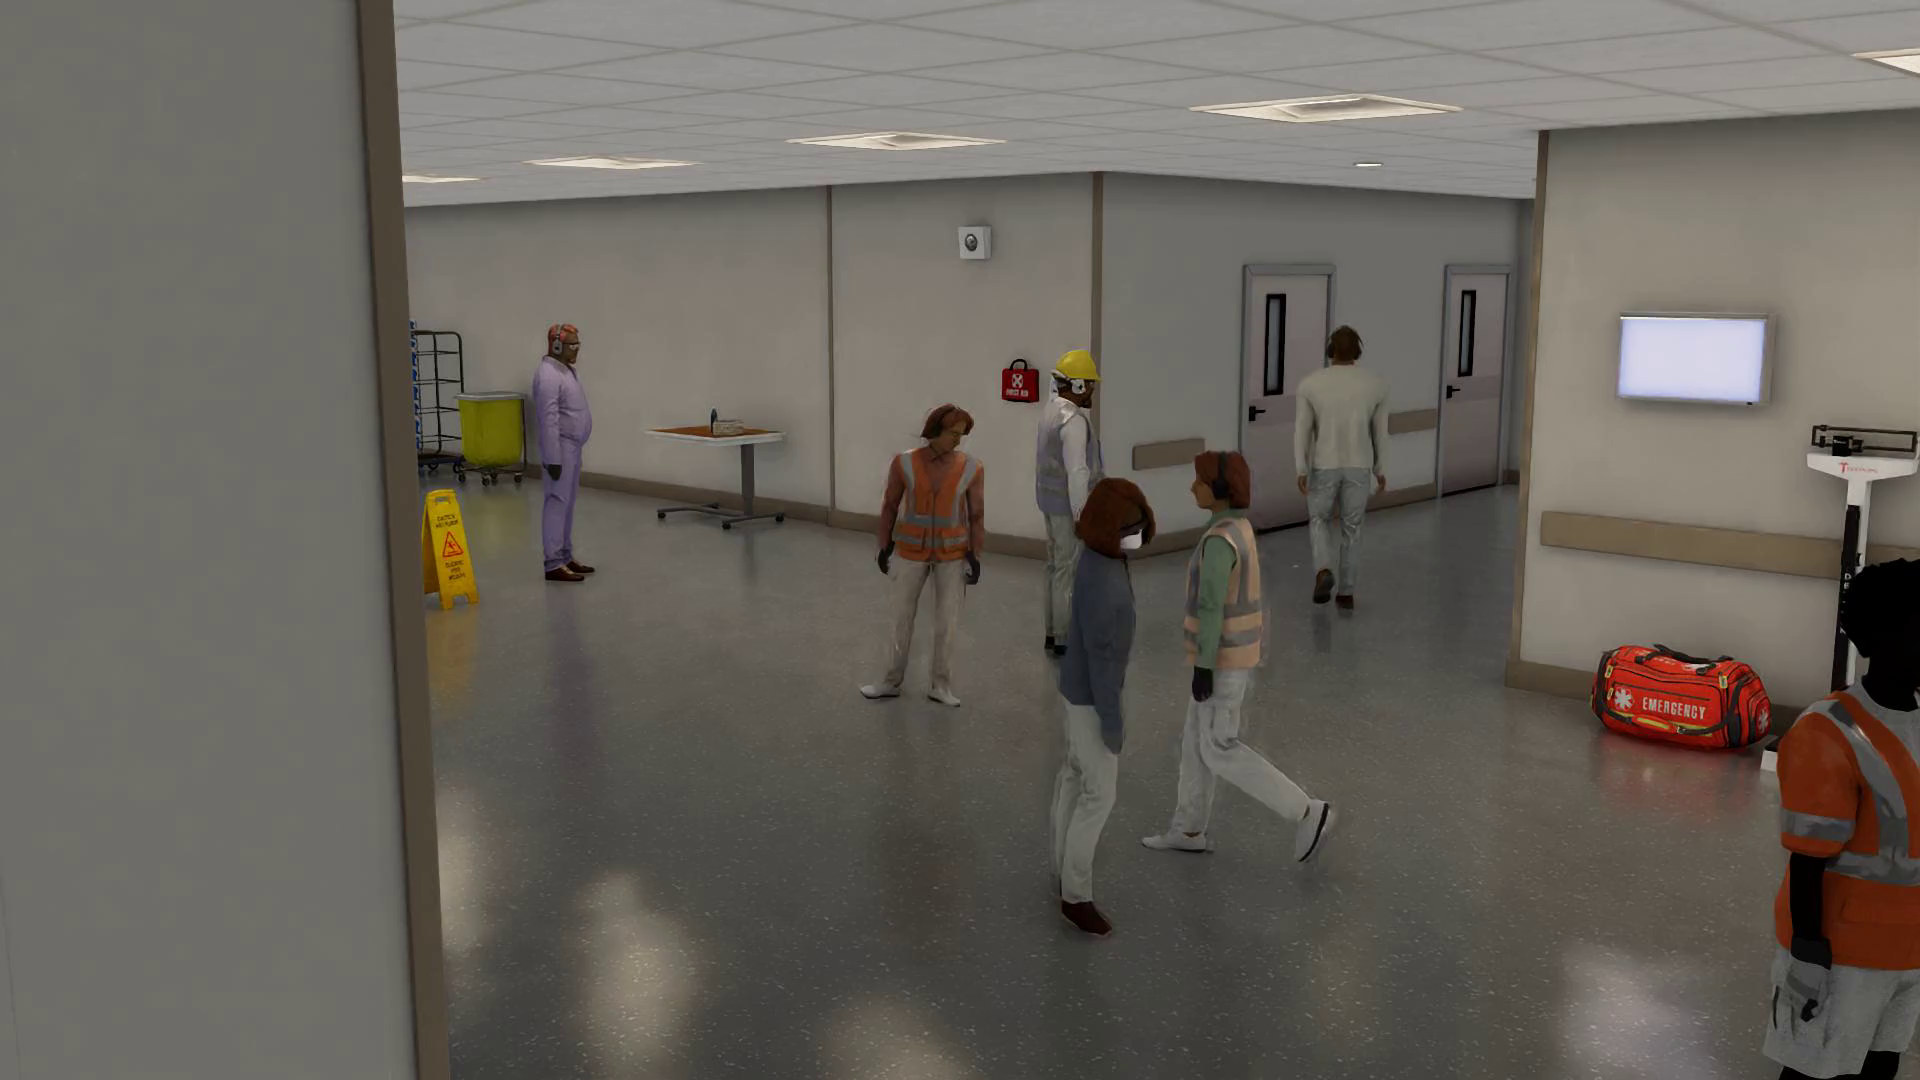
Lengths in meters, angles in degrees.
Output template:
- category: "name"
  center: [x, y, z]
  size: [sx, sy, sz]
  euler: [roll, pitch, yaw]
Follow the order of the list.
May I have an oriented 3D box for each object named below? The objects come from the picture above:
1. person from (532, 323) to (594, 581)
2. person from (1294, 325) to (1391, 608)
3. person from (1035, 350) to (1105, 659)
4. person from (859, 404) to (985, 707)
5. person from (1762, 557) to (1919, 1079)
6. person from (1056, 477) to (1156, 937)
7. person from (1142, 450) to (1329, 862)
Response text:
- category: "person"
  center: [-2.925, -0.648, 12.324]
  size: [0.404, 1.900, 0.643]
  euler: [0, 9, -2]
- category: "person"
  center: [2.568, -0.476, 11.208]
  size: [0.633, 1.926, 0.495]
  euler: [2, 9, 9]
- category: "person"
  center: [0.653, -0.207, 9.862]
  size: [0.403, 1.824, 0.591]
  euler: [-2, 9, -11]
- category: "person"
  center: [-0.189, 0.087, 8.699]
  size: [0.644, 1.605, 0.397]
  euler: [0, 9, 1]
- category: "person"
  center: [1.967, 0.872, 3.615]
  size: [0.540, 1.695, 0.317]
  euler: [-6, 11, -30]
- category: "person"
  center: [0.503, 0.553, 5.870]
  size: [0.348, 1.598, 0.650]
  euler: [1, 9, 5]
- category: "person"
  center: [1.066, 0.459, 6.390]
  size: [0.659, 1.620, 0.515]
  euler: [2, 10, 14]
